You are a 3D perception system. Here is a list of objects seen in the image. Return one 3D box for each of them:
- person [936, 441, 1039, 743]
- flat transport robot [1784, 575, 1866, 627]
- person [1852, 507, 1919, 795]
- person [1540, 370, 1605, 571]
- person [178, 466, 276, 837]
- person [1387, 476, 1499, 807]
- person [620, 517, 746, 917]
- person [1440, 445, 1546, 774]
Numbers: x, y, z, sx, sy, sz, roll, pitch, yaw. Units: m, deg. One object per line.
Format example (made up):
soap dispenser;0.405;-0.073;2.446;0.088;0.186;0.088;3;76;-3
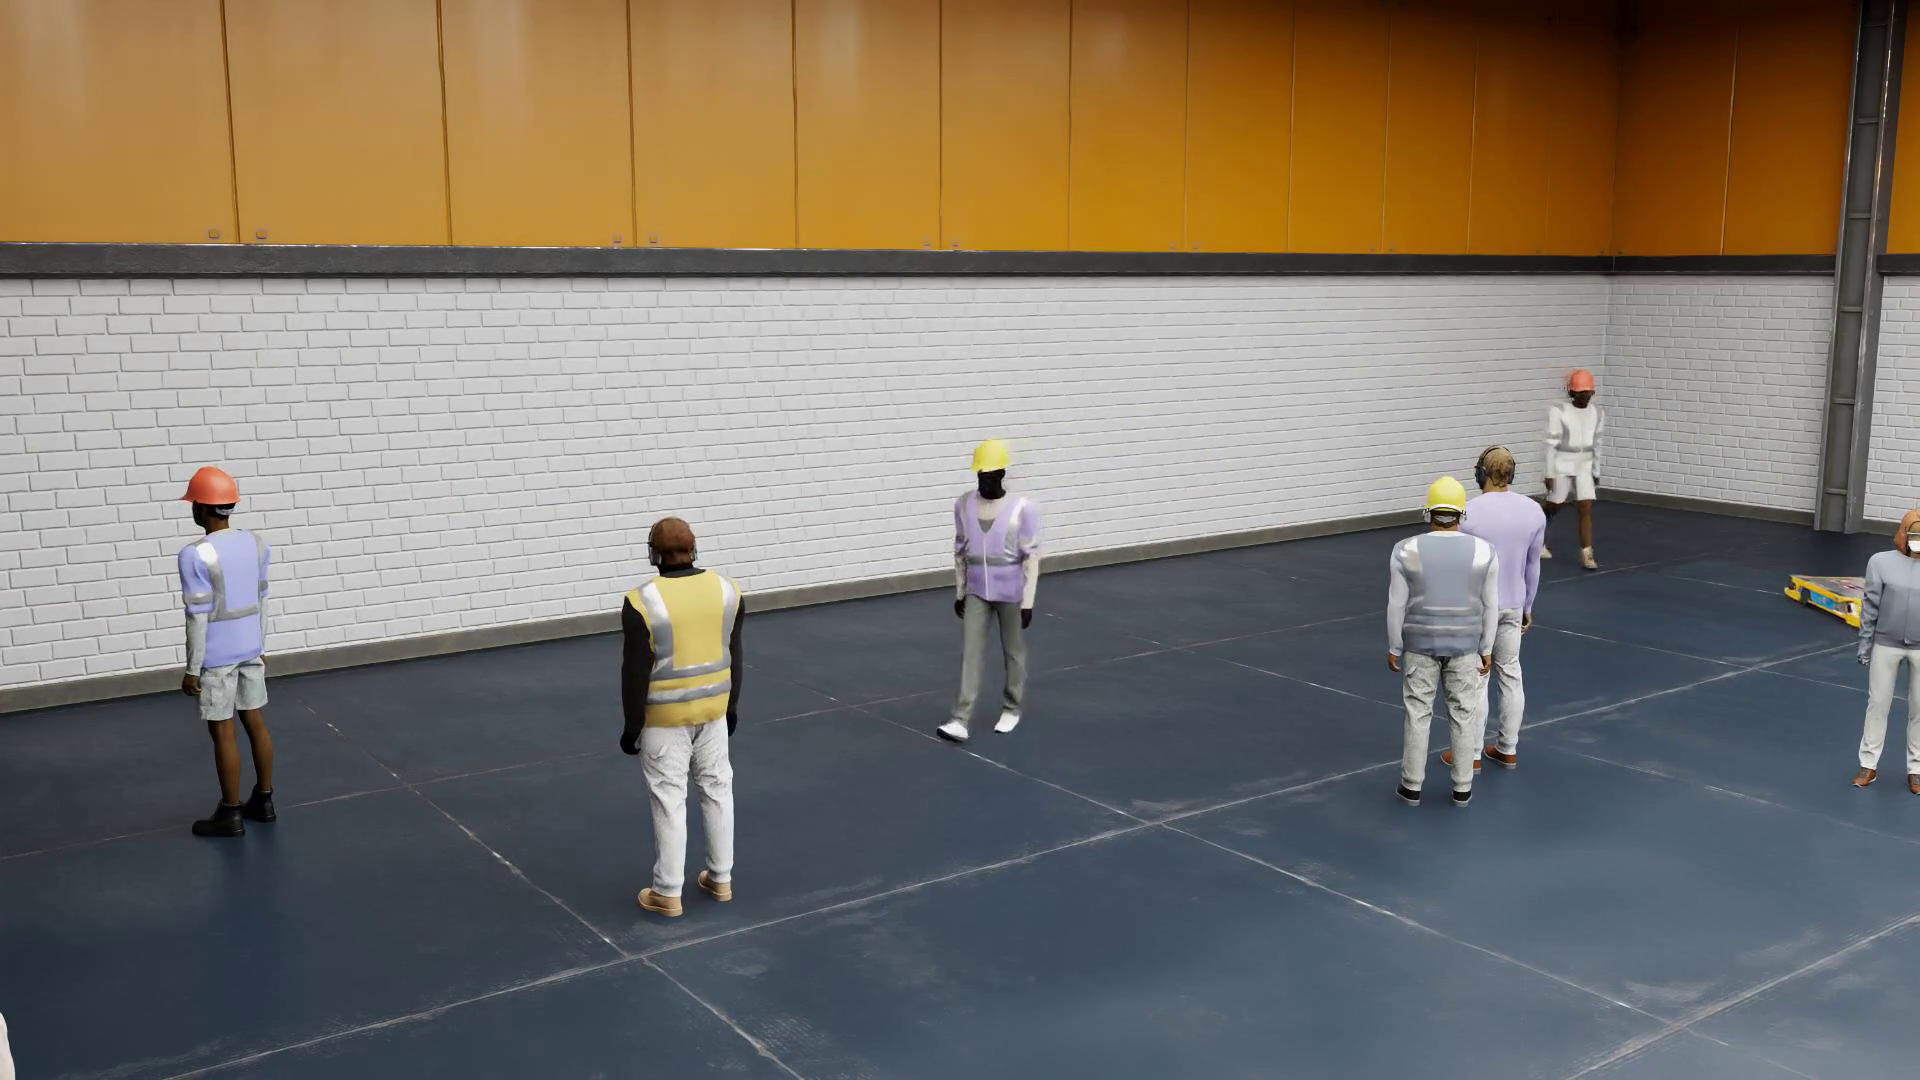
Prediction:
person;0.170;0.337;10.362;0.612;1.884;0.925;4;10;24
flat transport robot;7.714;0.512;14.270;0.652;0.197;1.431;1;9;4
person;5.358;0.620;9.410;0.498;1.633;0.282;6;11;32
person;6.112;-0.726;16.671;0.663;1.990;1.047;-1;9;-8
person;-3.849;0.582;8.700;0.354;1.942;0.545;3;10;20
person;2.642;0.564;9.147;0.590;1.833;0.404;1;9;7
person;-1.289;0.804;7.659;0.620;1.838;0.430;-7;12;-39
person;3.106;0.410;9.771;0.630;1.940;0.372;-3;10;-19
